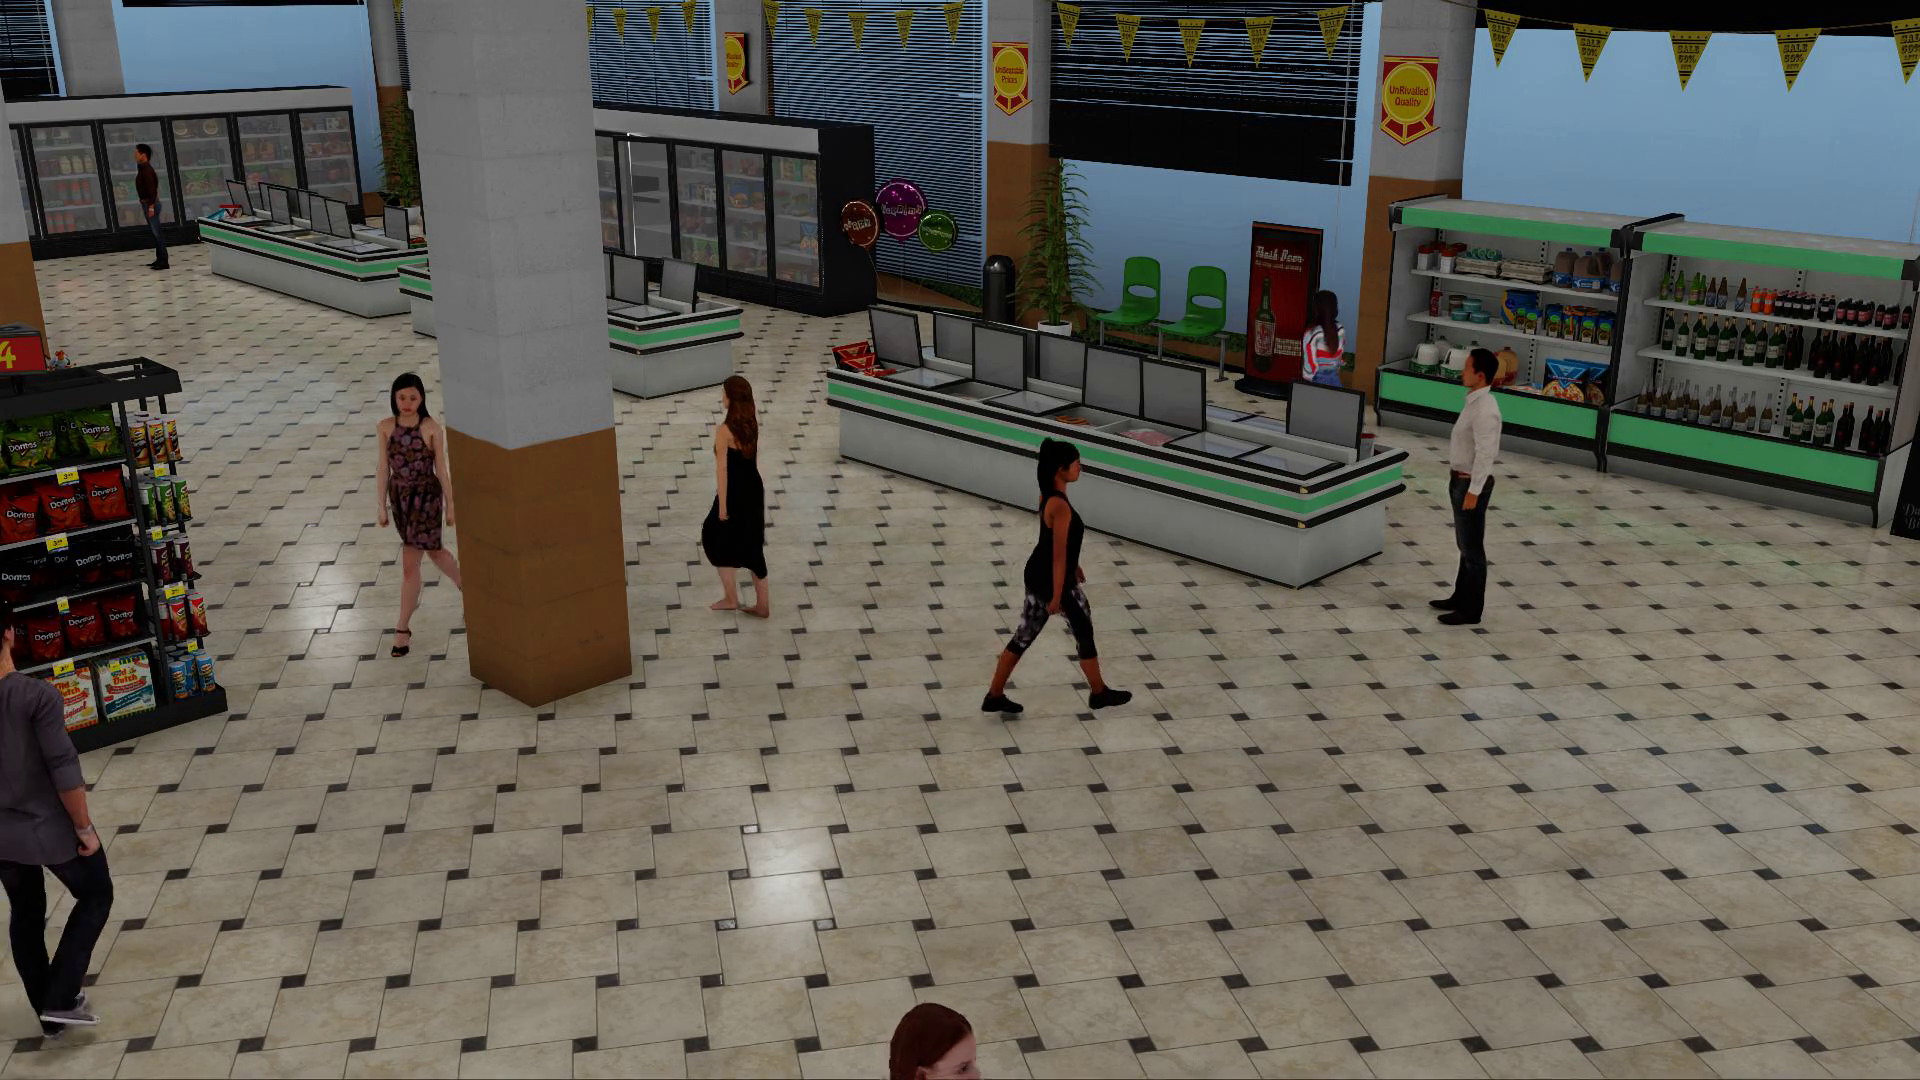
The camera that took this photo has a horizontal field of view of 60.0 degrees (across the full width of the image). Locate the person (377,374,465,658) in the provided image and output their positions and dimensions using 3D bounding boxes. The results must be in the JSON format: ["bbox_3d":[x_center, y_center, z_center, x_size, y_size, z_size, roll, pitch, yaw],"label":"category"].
[{"bbox_3d":[-3.343,-0.187,10.397,1.132,1.726,1.100,3,19,10],"label":"person"}]

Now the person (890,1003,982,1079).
[{"bbox_3d":[-0.090,1.917,4.105,0.628,1.758,0.677,11,22,30],"label":"person"}]

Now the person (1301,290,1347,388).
[{"bbox_3d":[3.040,-1.231,13.704,0.804,1.590,1.085,-9,21,-25],"label":"person"}]

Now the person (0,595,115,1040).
[{"bbox_3d":[-3.590,1.122,6.334,0.851,1.842,0.917,1,19,3],"label":"person"}]

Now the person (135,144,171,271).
[{"bbox_3d":[-11.691,-4.822,24.053,0.741,1.782,0.525,-13,22,-33],"label":"person"}]

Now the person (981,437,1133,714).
[{"bbox_3d":[0.430,0.253,9.256,0.995,1.619,1.117,-5,19,-14],"label":"person"}]

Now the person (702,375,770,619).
[{"bbox_3d":[-1.358,-0.244,10.752,0.693,1.607,0.642,12,22,33],"label":"person"}]

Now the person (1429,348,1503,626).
[{"bbox_3d":[3.312,-0.343,10.726,0.749,1.811,0.734,3,19,10],"label":"person"}]
